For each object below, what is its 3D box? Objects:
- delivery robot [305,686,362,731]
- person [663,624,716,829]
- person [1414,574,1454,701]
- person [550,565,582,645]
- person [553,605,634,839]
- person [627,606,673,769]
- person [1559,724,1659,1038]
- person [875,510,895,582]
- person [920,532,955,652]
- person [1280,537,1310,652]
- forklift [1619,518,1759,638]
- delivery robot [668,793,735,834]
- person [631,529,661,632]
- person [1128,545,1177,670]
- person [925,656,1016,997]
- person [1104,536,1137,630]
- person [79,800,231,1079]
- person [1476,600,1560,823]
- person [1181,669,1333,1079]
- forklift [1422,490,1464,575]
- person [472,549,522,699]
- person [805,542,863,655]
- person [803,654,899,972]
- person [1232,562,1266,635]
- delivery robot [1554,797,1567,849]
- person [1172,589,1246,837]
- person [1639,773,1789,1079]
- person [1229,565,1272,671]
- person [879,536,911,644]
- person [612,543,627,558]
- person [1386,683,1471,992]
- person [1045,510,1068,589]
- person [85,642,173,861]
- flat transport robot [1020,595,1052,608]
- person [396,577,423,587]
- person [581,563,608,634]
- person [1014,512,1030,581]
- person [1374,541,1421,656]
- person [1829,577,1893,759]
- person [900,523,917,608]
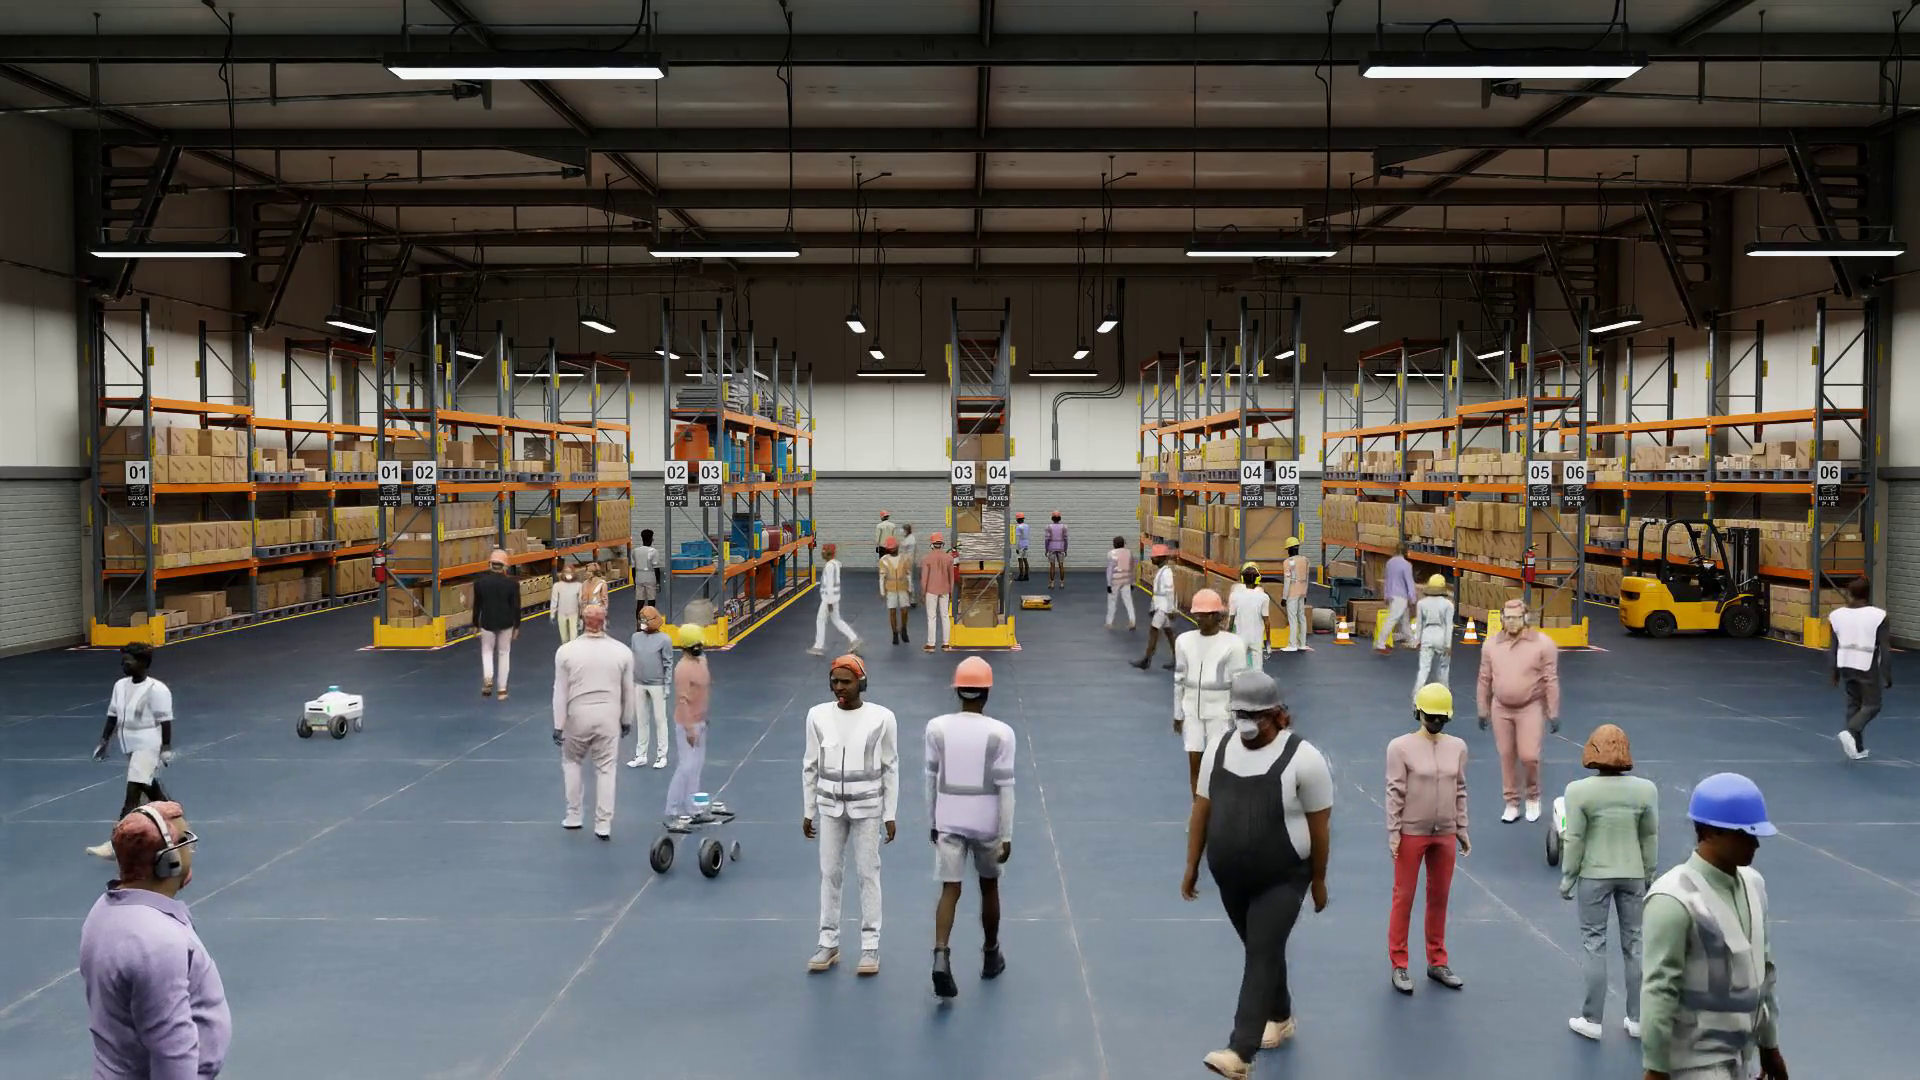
[{"bbox_3d":[-7.100,1.902,18.307,0.477,0.478,0.707,0,2,11],"label":"delivery robot"},{"bbox_3d":[-2.261,1.547,13.505,0.354,1.720,0.630,0,2,9],"label":"person"},{"bbox_3d":[5.964,1.277,20.361,0.495,1.713,0.837,2,3,36],"label":"person"},{"bbox_3d":[-5.924,1.170,24.432,0.502,1.615,0.657,0,2,-2],"label":"person"},{"bbox_3d":[-3.027,1.471,13.260,0.683,1.880,0.726,-1,3,-25],"label":"person"},{"bbox_3d":[-3.128,1.476,16.287,0.499,1.633,0.279,1,2,22],"label":"person"},{"bbox_3d":[3.410,1.785,8.486,0.498,1.634,0.278,0,2,0],"label":"person"},{"bbox_3d":[-2.084,0.164,44.945,0.615,1.987,0.407,-2,3,-34],"label":"person"},{"bbox_3d":[-0.386,0.869,27.062,0.622,1.993,0.382,-1,3,-27],"label":"person"},{"bbox_3d":[5.587,0.910,26.995,0.584,1.918,0.376,-2,3,-39],"label":"person"},{"bbox_3d":[13.417,0.684,29.791,2.313,2.155,1.214,0,2,0],"label":"forklift"},{"bbox_3d":[-1.939,2.019,12.121,0.335,0.223,0.698,1,2,20],"label":"delivery robot"},{"bbox_3d":[-5.783,0.779,29.828,0.613,1.953,0.361,1,2,23],"label":"person"},{"bbox_3d":[2.946,1.023,24.411,0.941,1.891,0.564,0,2,-4],"label":"person"},{"bbox_3d":[0.039,1.626,9.271,0.553,1.909,0.875,0,2,12],"label":"person"},{"bbox_3d":[3.083,0.817,30.847,0.641,1.805,0.942,-1,2,-23],"label":"person"},{"bbox_3d":[-2.525,1.782,5.117,0.409,1.913,0.651,-2,3,-43],"label":"person"},{"bbox_3d":[4.706,1.450,13.685,0.684,1.890,0.436,2,3,39],"label":"person"},{"bbox_3d":[1.440,1.624,8.044,0.692,2.000,1.064,2,3,44],"label":"person"},{"bbox_3d":[13.926,-0.371,47.846,1.873,2.768,1.129,0,2,0],"label":"forklift"},{"bbox_3d":[-6.098,1.108,21.299,0.639,1.970,0.438,0,2,-9],"label":"person"},{"bbox_3d":[-2.070,0.959,26.530,0.889,1.856,0.578,0,2,10],"label":"person"},{"bbox_3d":[-0.657,1.617,9.613,0.584,1.882,0.337,1,2,13],"label":"person"},{"bbox_3d":[4.098,1.176,22.562,0.827,1.733,0.540,-2,3,-41],"label":"person"},{"bbox_3d":[4.746,2.138,12.360,0.477,0.478,0.707,1,2,16],"label":"delivery robot"},{"bbox_3d":[2.072,1.402,13.303,0.613,2.026,0.657,1,3,33],"label":"person"},{"bbox_3d":[2.606,1.758,5.571,0.608,1.931,0.446,-2,3,-40],"label":"person"},{"bbox_3d":[3.468,1.244,19.325,0.535,1.859,0.309,1,2,24],"label":"person"},{"bbox_3d":[-1.122,0.870,28.177,0.566,1.898,0.558,0,2,-7],"label":"person"},{"bbox_3d":[-9.466,0.266,44.552,0.706,1.812,0.596,0,2,-2],"label":"person"},{"bbox_3d":[2.698,1.693,9.284,0.524,1.760,0.328,-1,2,-15],"label":"person"},{"bbox_3d":[2.512,0.245,42.184,0.610,2.043,0.375,0,2,-8],"label":"person"},{"bbox_3d":[-6.384,1.617,12.409,0.539,1.653,0.859,1,3,30],"label":"person"},{"bbox_3d":[1.699,1.375,36.249,0.652,0.197,1.431,0,2,0],"label":"flat transport robot"},{"bbox_3d":[-10.971,0.766,32.192,0.581,1.799,0.955,0,2,-3],"label":"person"},{"bbox_3d":[-5.489,1.160,24.249,0.538,1.638,0.310,1,3,33],"label":"person"},{"bbox_3d":[1.712,0.183,45.205,0.389,1.929,0.545,2,3,36],"label":"person"},{"bbox_3d":[7.238,0.952,26.435,1.045,1.879,0.647,-1,2,-13],"label":"person"},{"bbox_3d":[9.262,1.331,16.671,0.651,1.898,0.605,-1,3,-33],"label":"person"},{"bbox_3d":[-1.146,0.568,35.904,0.474,1.895,0.732,-1,2,-21],"label":"person"}]
